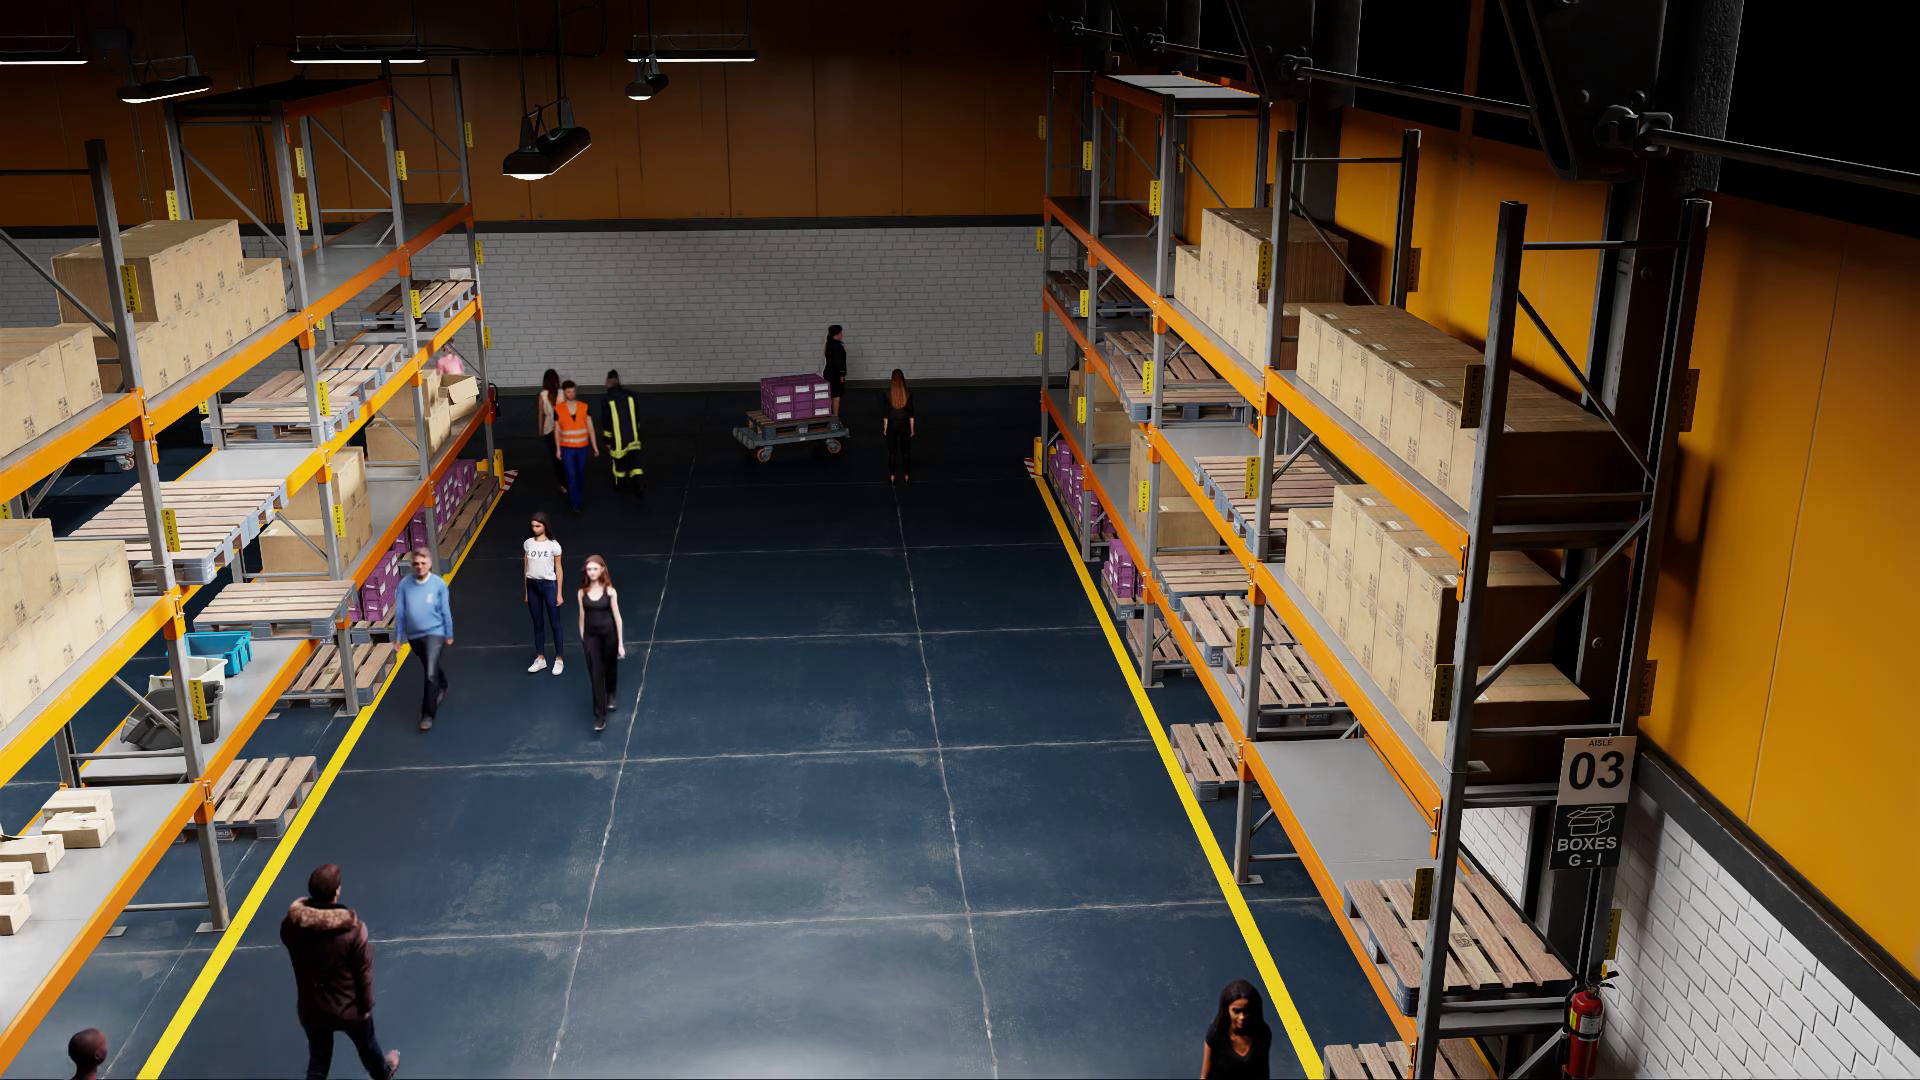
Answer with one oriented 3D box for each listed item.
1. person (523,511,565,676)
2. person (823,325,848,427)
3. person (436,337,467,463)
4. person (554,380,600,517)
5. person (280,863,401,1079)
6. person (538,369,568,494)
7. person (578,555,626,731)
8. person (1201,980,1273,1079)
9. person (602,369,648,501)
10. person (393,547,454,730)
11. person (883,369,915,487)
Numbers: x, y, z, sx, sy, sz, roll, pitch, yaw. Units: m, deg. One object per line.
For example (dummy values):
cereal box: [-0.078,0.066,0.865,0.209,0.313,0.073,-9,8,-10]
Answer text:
person: [-4.384,0.546,17.533,0.642,1.776,0.609,4,19,11]
person: [-2.057,-2.710,27.365,0.839,1.671,0.684,-8,20,-22]
person: [-7.762,-2.139,25.242,0.810,1.943,0.717,7,20,20]
person: [-5.317,-1.298,22.882,0.931,1.857,1.170,-8,20,-24]
person: [-3.965,2.941,10.391,0.877,1.796,1.217,2,19,5]
person: [-5.734,-1.512,23.693,0.858,1.745,1.155,-8,20,-22]
person: [-3.514,0.958,16.433,0.590,1.697,1.114,-2,19,-5]
person: [1.561,3.267,9.514,0.561,1.738,0.519,-2,19,-5]
person: [-4.705,-1.470,23.420,1.072,1.839,1.241,-12,22,-31]
person: [-5.269,0.901,16.484,0.773,1.773,1.209,1,19,4]
person: [-0.893,-1.637,24.116,0.591,1.713,0.507,-1,19,-4]
